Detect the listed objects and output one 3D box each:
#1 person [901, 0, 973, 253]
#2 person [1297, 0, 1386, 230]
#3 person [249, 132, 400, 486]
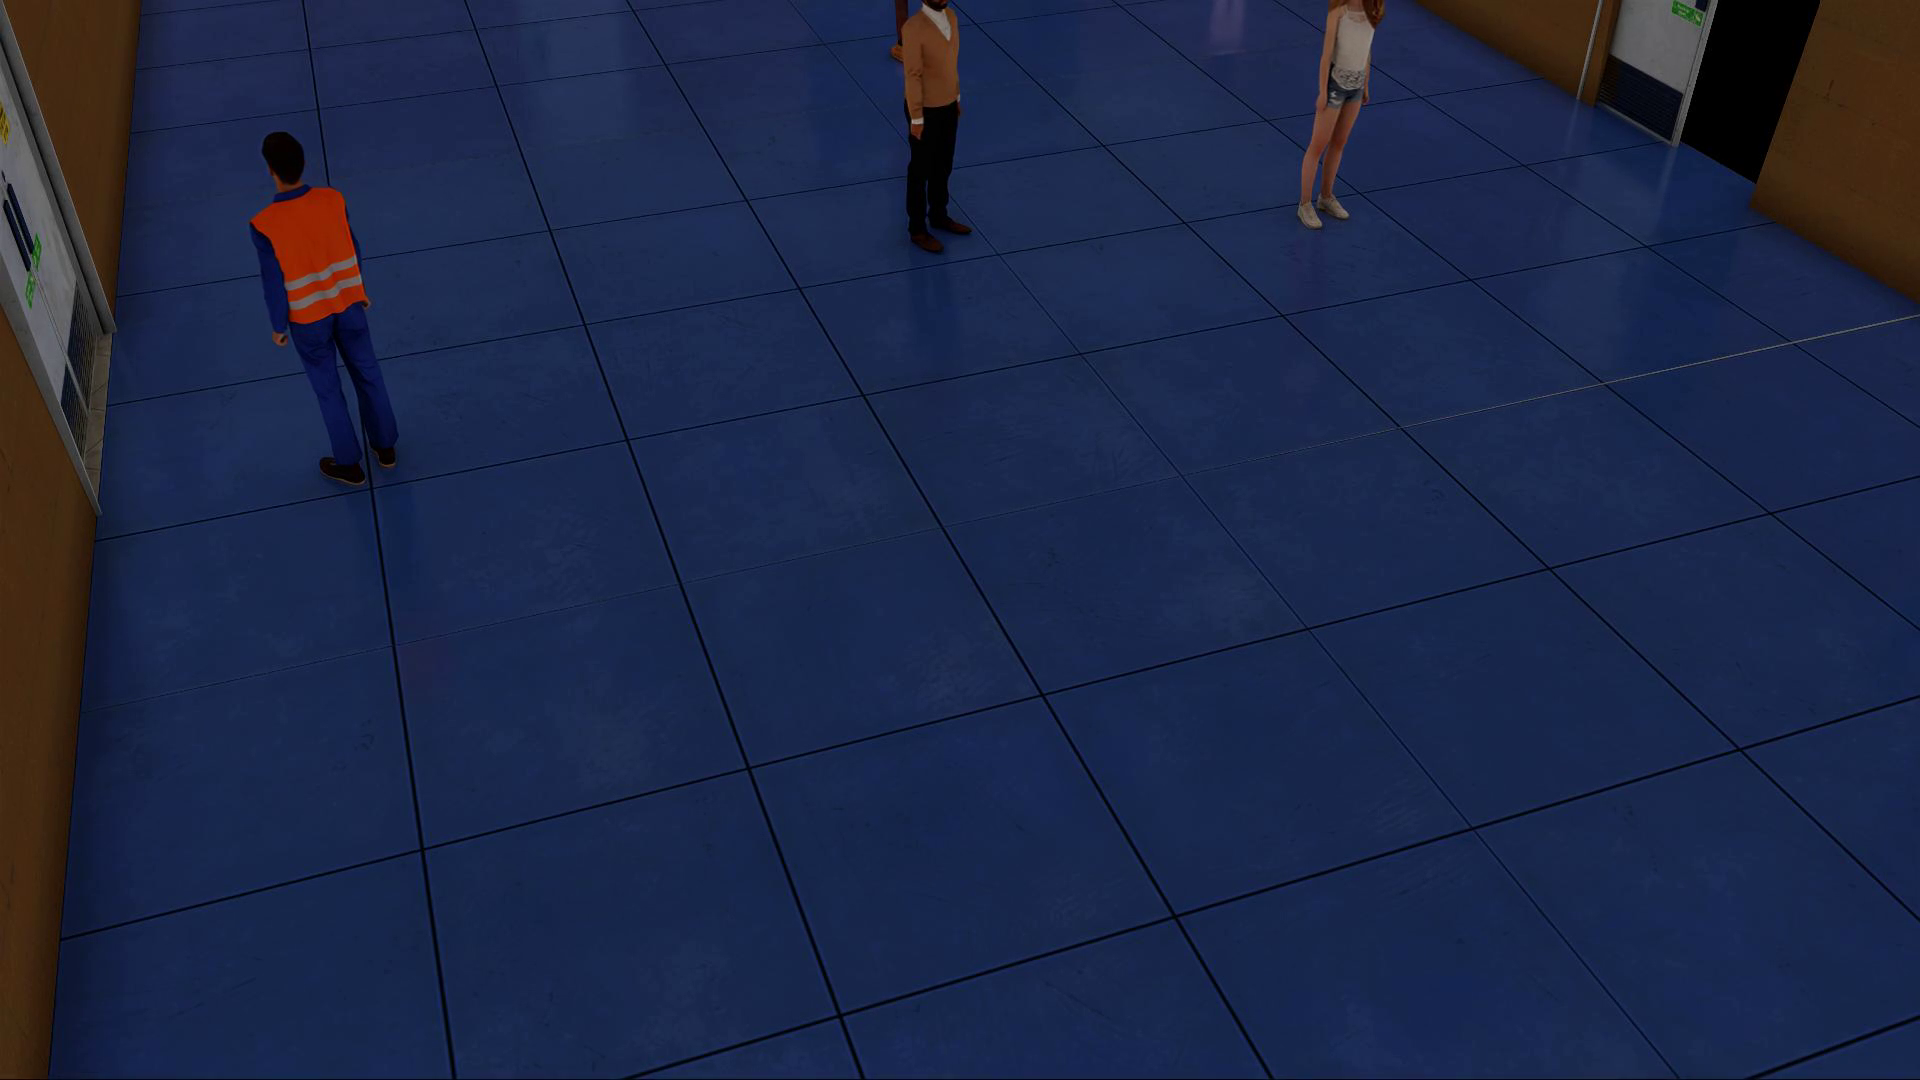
[{"bbox_3d":[-0.172,-2.703,10.404,0.817,1.755,0.727,22,42,26],"label":"person"},{"bbox_3d":[2.423,-2.881,10.638,0.495,1.759,0.658,-19,41,-24],"label":"person"},{"bbox_3d":[-3.142,-1.128,8.214,0.838,1.864,0.720,28,45,32],"label":"person"}]
